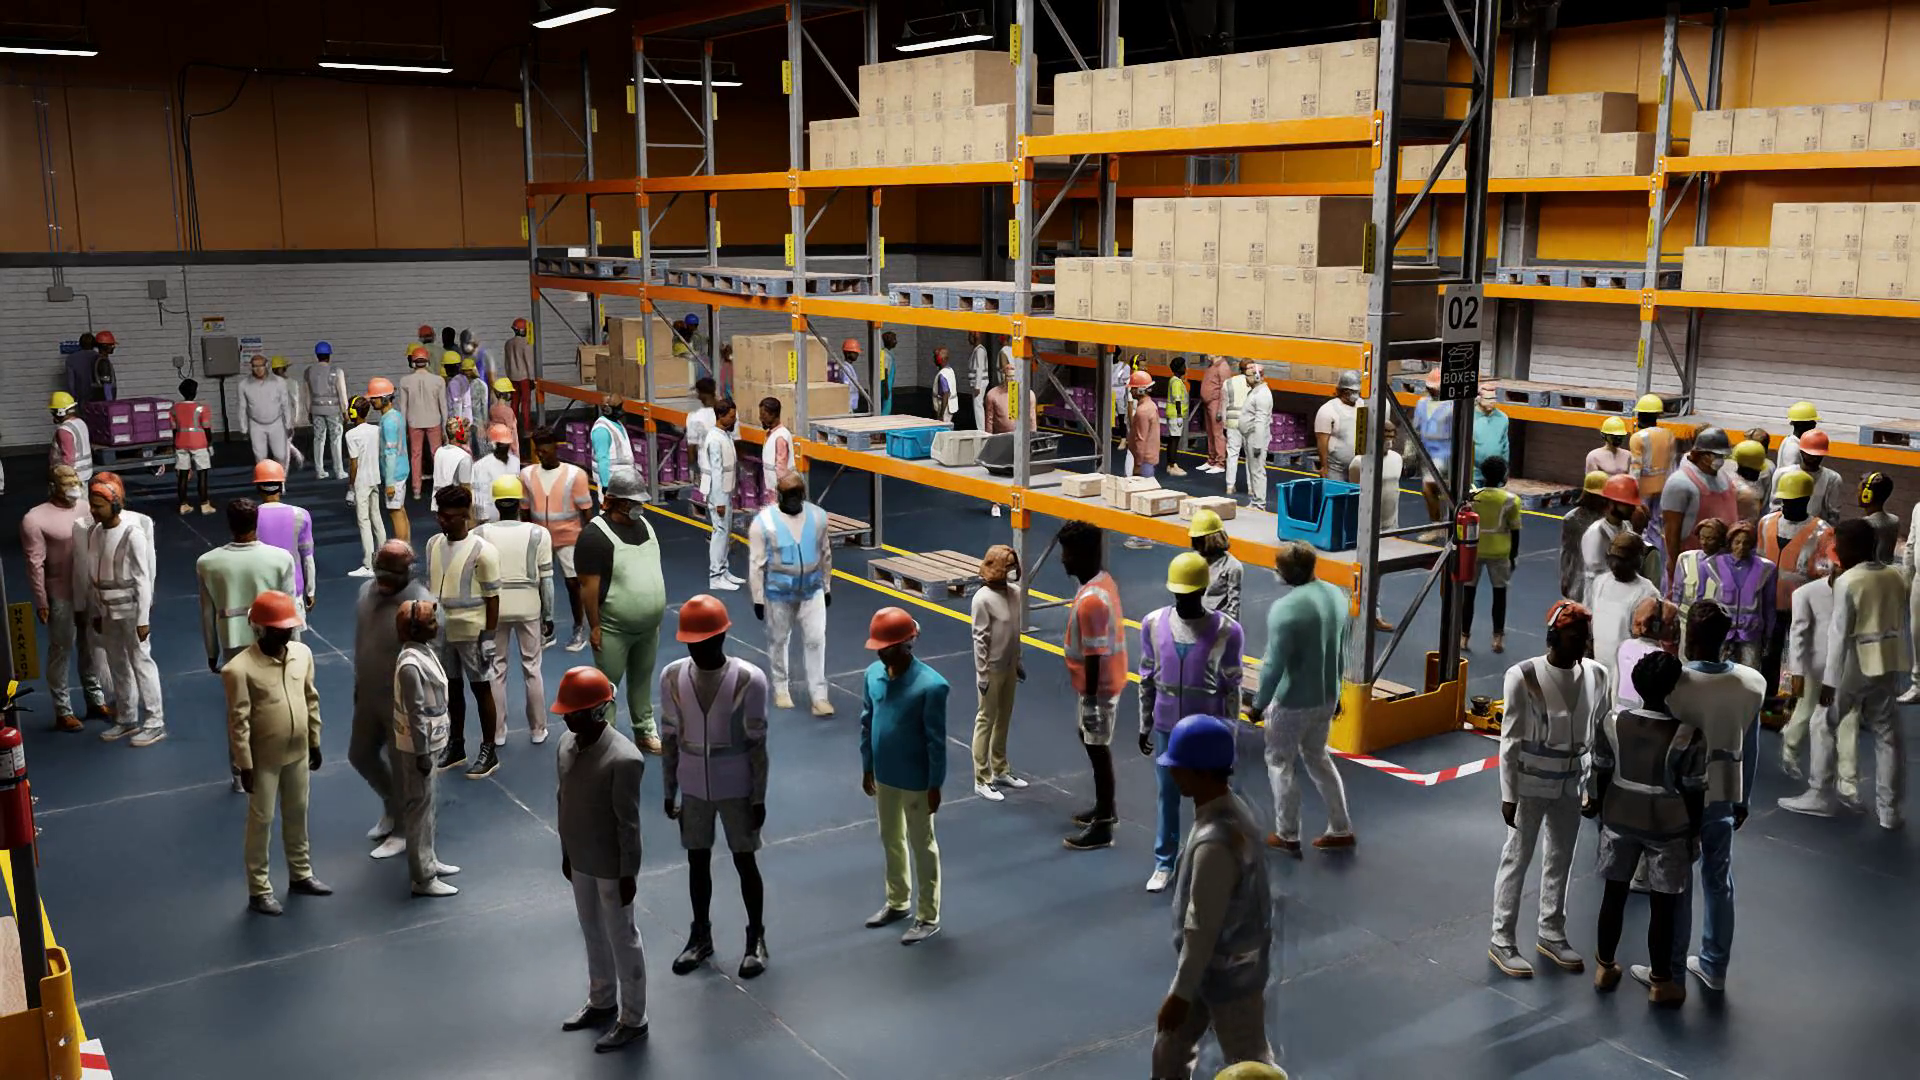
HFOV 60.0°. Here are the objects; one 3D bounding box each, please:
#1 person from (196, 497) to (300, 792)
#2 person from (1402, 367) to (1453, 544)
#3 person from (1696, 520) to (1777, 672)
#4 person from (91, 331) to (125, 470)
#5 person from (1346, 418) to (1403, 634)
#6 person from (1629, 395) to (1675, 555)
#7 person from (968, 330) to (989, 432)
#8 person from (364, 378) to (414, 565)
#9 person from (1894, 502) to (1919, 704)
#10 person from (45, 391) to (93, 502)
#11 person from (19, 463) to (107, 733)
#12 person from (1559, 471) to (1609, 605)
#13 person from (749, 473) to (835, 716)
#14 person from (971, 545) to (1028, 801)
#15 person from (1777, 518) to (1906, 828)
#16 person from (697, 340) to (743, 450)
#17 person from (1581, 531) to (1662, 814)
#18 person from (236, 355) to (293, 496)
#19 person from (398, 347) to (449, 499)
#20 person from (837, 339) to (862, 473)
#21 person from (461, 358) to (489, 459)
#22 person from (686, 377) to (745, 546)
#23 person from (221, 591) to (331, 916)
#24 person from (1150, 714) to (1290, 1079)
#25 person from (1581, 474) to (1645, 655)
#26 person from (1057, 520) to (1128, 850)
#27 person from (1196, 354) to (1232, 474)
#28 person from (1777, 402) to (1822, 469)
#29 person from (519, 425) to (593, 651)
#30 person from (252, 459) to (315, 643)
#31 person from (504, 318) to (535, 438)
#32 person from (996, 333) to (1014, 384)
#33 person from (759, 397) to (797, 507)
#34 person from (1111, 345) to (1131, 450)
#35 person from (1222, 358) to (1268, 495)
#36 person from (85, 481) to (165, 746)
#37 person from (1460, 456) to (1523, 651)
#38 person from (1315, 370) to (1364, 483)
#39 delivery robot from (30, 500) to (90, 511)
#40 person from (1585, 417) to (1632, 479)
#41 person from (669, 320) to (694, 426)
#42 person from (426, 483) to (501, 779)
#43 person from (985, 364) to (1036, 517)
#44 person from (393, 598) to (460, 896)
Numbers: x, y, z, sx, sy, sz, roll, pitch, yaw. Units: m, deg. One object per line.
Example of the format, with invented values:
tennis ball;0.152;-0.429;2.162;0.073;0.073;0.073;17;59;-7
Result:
person;-4.558;0.679;10.707;0.589;1.913;0.392;-3;12;-16
person;5.298;-0.946;18.760;0.650;2.010;0.651;-5;12;-26
person;5.339;0.667;11.494;0.523;1.631;0.320;4;12;17
person;-12.424;-2.029;24.268;0.415;2.035;0.609;-8;14;-36
person;3.676;-0.116;14.717;0.628;1.936;0.375;-9;14;-37
person;6.863;-0.495;16.678;0.594;1.924;0.372;-7;13;-31
person;0.288;-2.543;27.294;0.361;1.877;0.585;-1;11;-4
person;-5.955;-0.679;17.355;0.406;2.035;0.607;-3;11;-14
person;7.335;0.350;12.439;0.399;1.895;0.657;-5;12;-22
person;-9.571;-0.689;17.920;0.404;1.827;0.600;-2;11;-12
person;-6.419;0.404;12.045;0.372;1.940;0.631;5;12;26
person;4.960;0.309;13.068;0.488;1.735;0.359;1;11;7
person;-1.208;0.419;12.300;0.666;1.808;0.853;-5;12;-22
person;0.253;0.832;10.639;0.286;1.633;0.499;7;13;32
person;5.475;0.802;10.157;0.633;1.883;0.618;-5;12;-26
person;-3.768;-2.216;25.829;0.911;1.787;0.662;3;12;17
person;3.988;0.836;10.118;0.364;1.829;0.550;-4;12;-21
person;-9.129;-1.487;21.844;0.679;1.888;0.501;-4;12;-22
person;-7.034;-1.533;21.850;0.621;1.986;0.409;-3;12;-17
person;-1.593;-1.942;24.062;0.373;1.933;0.549;0;11;0
person;-6.812;-1.674;23.210;0.486;1.737;0.314;2;11;10
person;-2.684;-0.844;18.479;0.652;1.927;0.796;-7;13;-32
person;-3.630;1.120;8.885;0.366;1.743;0.570;6;12;27
person;1.029;1.572;6.180;0.978;1.906;0.595;1;11;5
person;4.596;0.493;11.650;0.577;1.922;0.481;-8;14;-37
person;0.778;0.837;9.808;0.420;1.955;0.698;2;11;12
person;3.659;-1.916;24.005;0.409;1.907;0.651;-2;11;-11
person;8.026;-0.369;16.020;0.354;1.930;0.594;5;12;25
person;-3.413;-0.010;14.131;0.676;1.951;0.399;1;11;7
person;-5.063;0.363;12.302;0.550;1.925;0.391;-7;13;-34
person;-7.345;-2.716;27.869;0.621;1.992;0.397;7;13;33
person;0.793;-2.580;27.594;0.386;1.838;0.566;3;11;14
person;-1.816;-0.485;16.681;0.400;1.907;0.605;-3;11;-15
person;2.449;-2.267;26.364;0.537;1.690;0.321;5;12;26
person;3.795;-1.517;22.168;0.618;1.836;0.432;3;11;14
person;-5.876;0.511;11.673;0.581;1.876;0.353;6;12;27
person;4.487;0.123;14.153;0.545;1.674;0.380;5;12;23
person;4.239;-0.843;18.168;0.689;2.000;0.538;-6;12;-26
delivery robot;-10.243;-0.305;18.988;0.477;0.478;0.707;2;11;11
person;6.317;-0.325;16.222;0.531;1.768;0.311;-4;12;-21
person;-4.865;-2.895;29.070;0.584;1.882;0.337;10;15;42
person;-3.299;0.596;10.991;0.603;1.967;0.368;5;12;25
person;0.624;-1.217;20.465;0.639;1.899;0.397;-1;11;-7
person;-2.943;1.125;9.123;0.309;1.641;0.513;-3;11;-13
